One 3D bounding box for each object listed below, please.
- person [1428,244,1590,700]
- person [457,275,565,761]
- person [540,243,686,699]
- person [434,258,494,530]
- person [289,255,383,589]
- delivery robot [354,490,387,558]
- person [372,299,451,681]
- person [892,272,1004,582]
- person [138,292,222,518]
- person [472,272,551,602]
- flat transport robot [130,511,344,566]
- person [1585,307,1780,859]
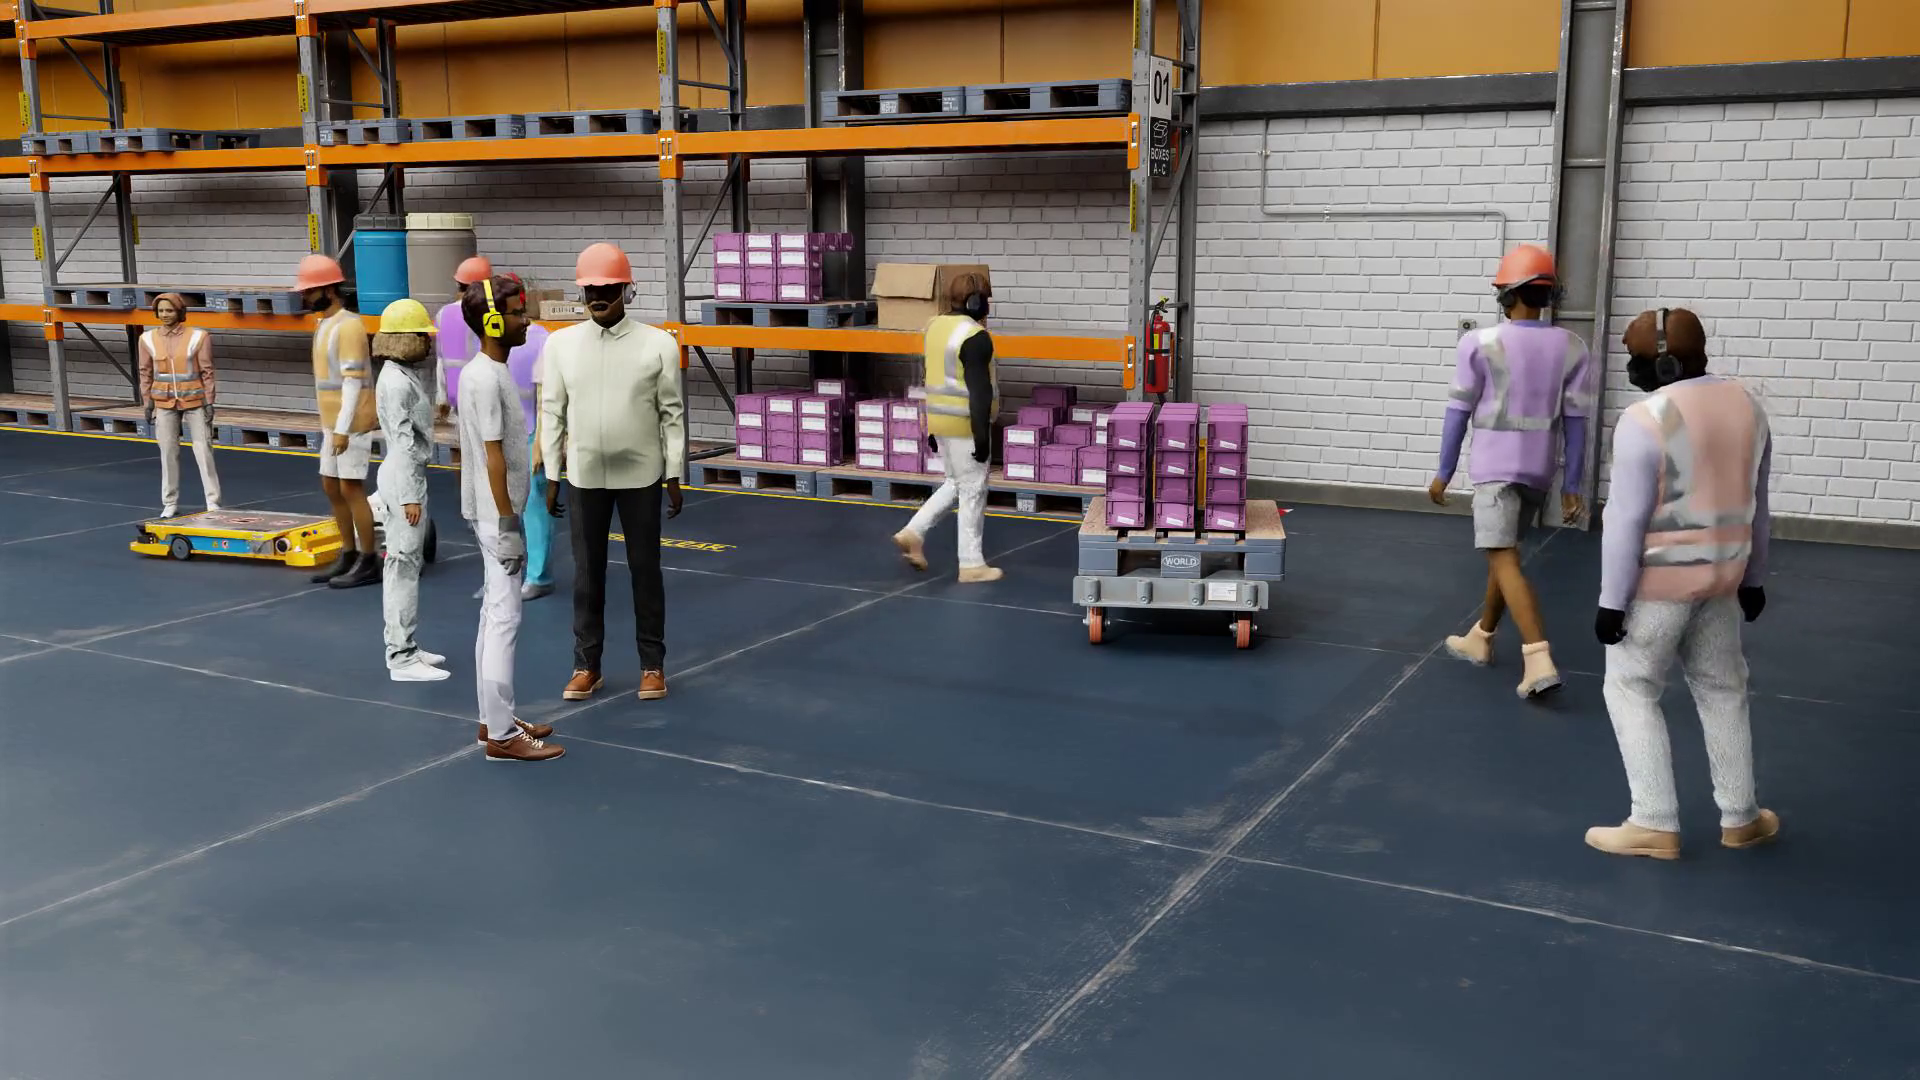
[{"bbox_3d":[2.500,-0.317,7.457,0.611,2.004,1.058,-3,11,-14],"label":"person"},{"bbox_3d":[-1.764,-0.079,6.463,0.328,1.876,0.514,-4,11,-20],"label":"person"},{"bbox_3d":[-1.514,-0.286,7.263,0.624,1.992,0.386,0,10,-2],"label":"person"},{"bbox_3d":[-3.366,-1.023,11.610,0.556,1.880,0.687,7,12,32],"label":"person"},{"bbox_3d":[-3.603,-0.675,9.610,0.427,1.916,0.560,-8,13,-38],"label":"person"},{"bbox_3d":[-3.464,-0.126,10.084,0.477,0.478,0.707,-3,11,-14],"label":"delivery robot"},{"bbox_3d":[-2.524,-0.231,7.653,0.324,1.743,0.490,-4,11,-19],"label":"person"},{"bbox_3d":[-0.039,-0.644,9.707,0.550,1.823,0.634,-5,11,-24],"label":"person"},{"bbox_3d":[-5.620,-0.961,11.984,0.510,1.631,0.318,-2,11,-10],"label":"person"},{"bbox_3d":[-2.481,-0.546,9.138,0.576,1.826,0.576,6,12,29],"label":"person"},{"bbox_3d":[-4.473,-0.028,10.583,1.431,0.197,0.652,4,11,19],"label":"flat transport robot"},{"bbox_3d":[2.404,0.145,5.480,0.793,1.809,0.438,-4,11,-23],"label":"person"}]
